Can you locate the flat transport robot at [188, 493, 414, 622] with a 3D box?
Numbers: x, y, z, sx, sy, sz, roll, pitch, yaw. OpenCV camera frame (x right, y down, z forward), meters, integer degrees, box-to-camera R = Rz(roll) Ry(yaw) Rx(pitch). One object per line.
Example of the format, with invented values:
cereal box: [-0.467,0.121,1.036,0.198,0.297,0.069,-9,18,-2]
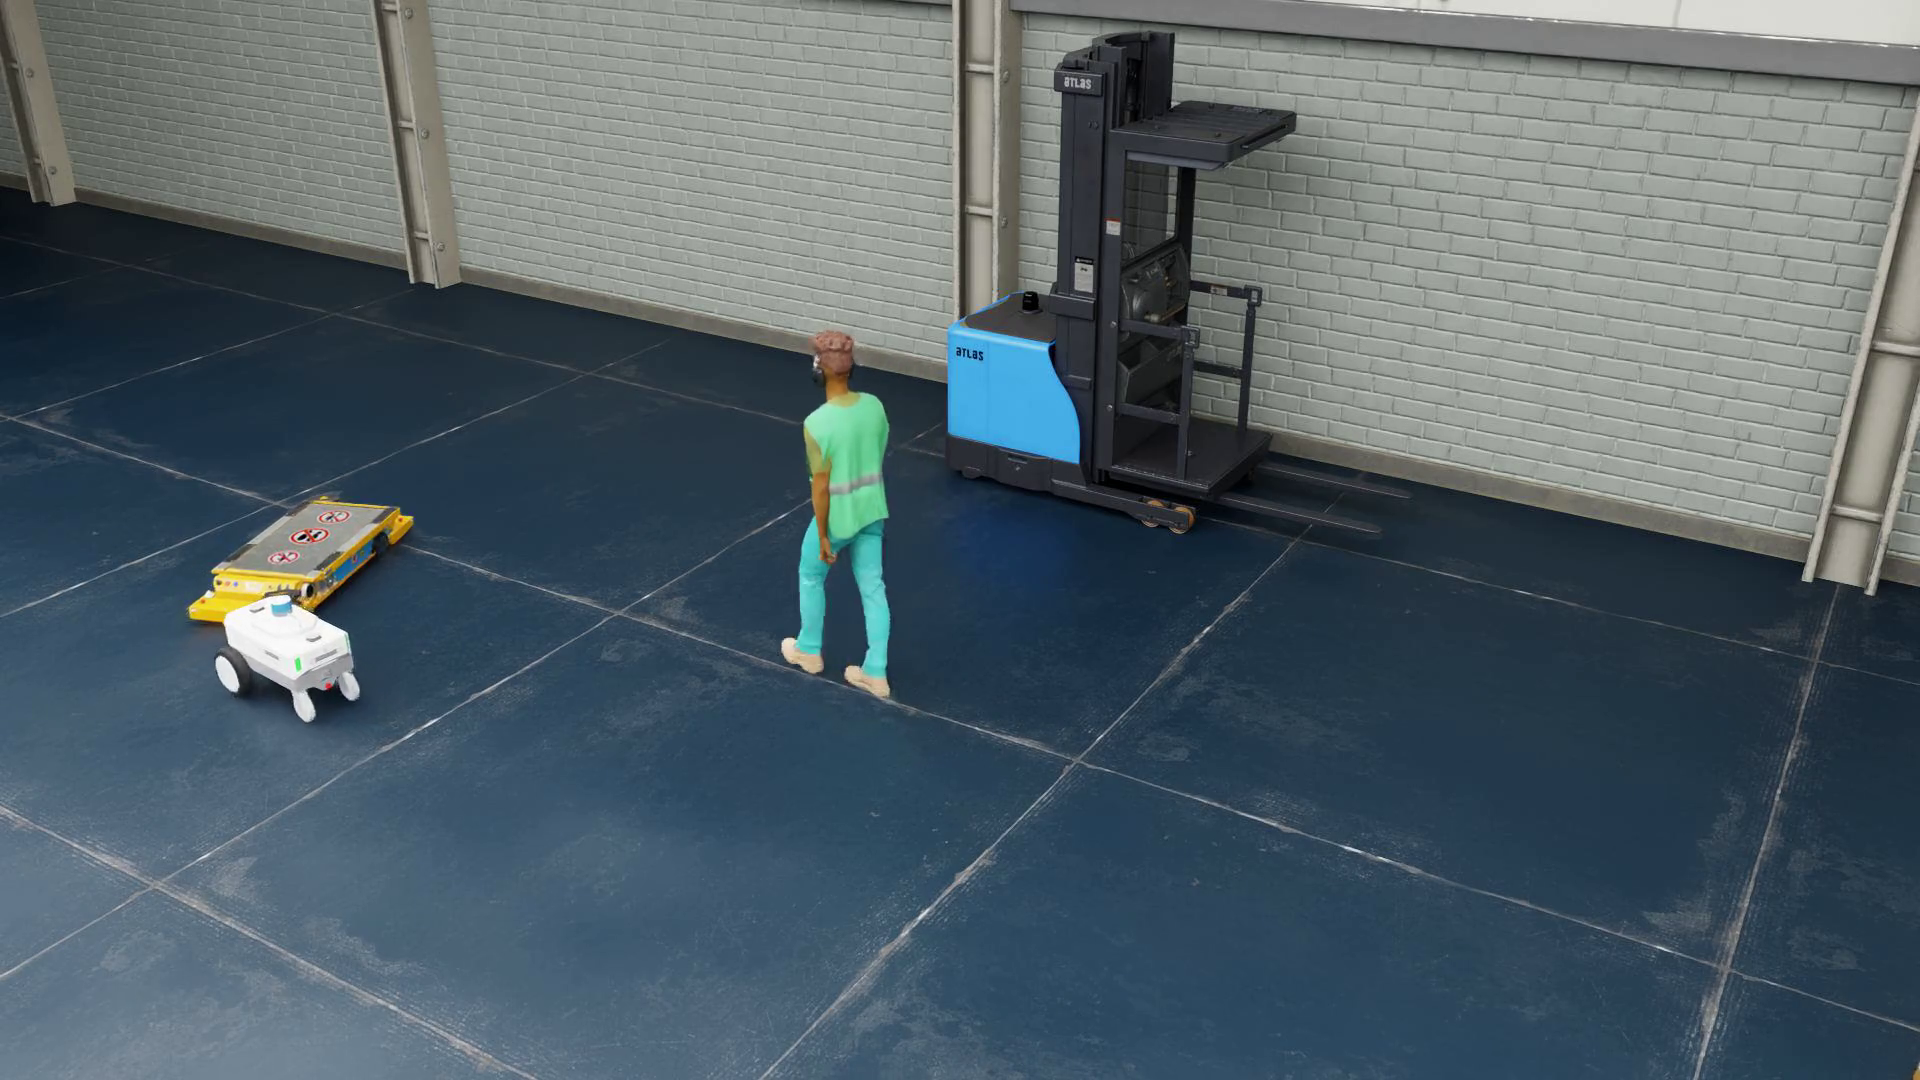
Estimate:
flat transport robot: [-3.940,0.108,10.030,0.659,0.231,1.431,5,26,9]

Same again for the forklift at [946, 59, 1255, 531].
forklift: [0.933,-1.707,10.833,1.873,2.768,1.129,15,29,28]

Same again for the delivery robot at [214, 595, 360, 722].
delivery robot: [-3.521,0.576,8.715,0.801,0.602,0.499,18,31,33]

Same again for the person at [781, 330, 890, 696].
person: [-0.650,-0.163,8.633,0.497,1.946,0.840,-18,31,-33]

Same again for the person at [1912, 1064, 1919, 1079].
person: [3.786,1.196,5.830,0.583,1.894,0.372,-19,31,-34]
